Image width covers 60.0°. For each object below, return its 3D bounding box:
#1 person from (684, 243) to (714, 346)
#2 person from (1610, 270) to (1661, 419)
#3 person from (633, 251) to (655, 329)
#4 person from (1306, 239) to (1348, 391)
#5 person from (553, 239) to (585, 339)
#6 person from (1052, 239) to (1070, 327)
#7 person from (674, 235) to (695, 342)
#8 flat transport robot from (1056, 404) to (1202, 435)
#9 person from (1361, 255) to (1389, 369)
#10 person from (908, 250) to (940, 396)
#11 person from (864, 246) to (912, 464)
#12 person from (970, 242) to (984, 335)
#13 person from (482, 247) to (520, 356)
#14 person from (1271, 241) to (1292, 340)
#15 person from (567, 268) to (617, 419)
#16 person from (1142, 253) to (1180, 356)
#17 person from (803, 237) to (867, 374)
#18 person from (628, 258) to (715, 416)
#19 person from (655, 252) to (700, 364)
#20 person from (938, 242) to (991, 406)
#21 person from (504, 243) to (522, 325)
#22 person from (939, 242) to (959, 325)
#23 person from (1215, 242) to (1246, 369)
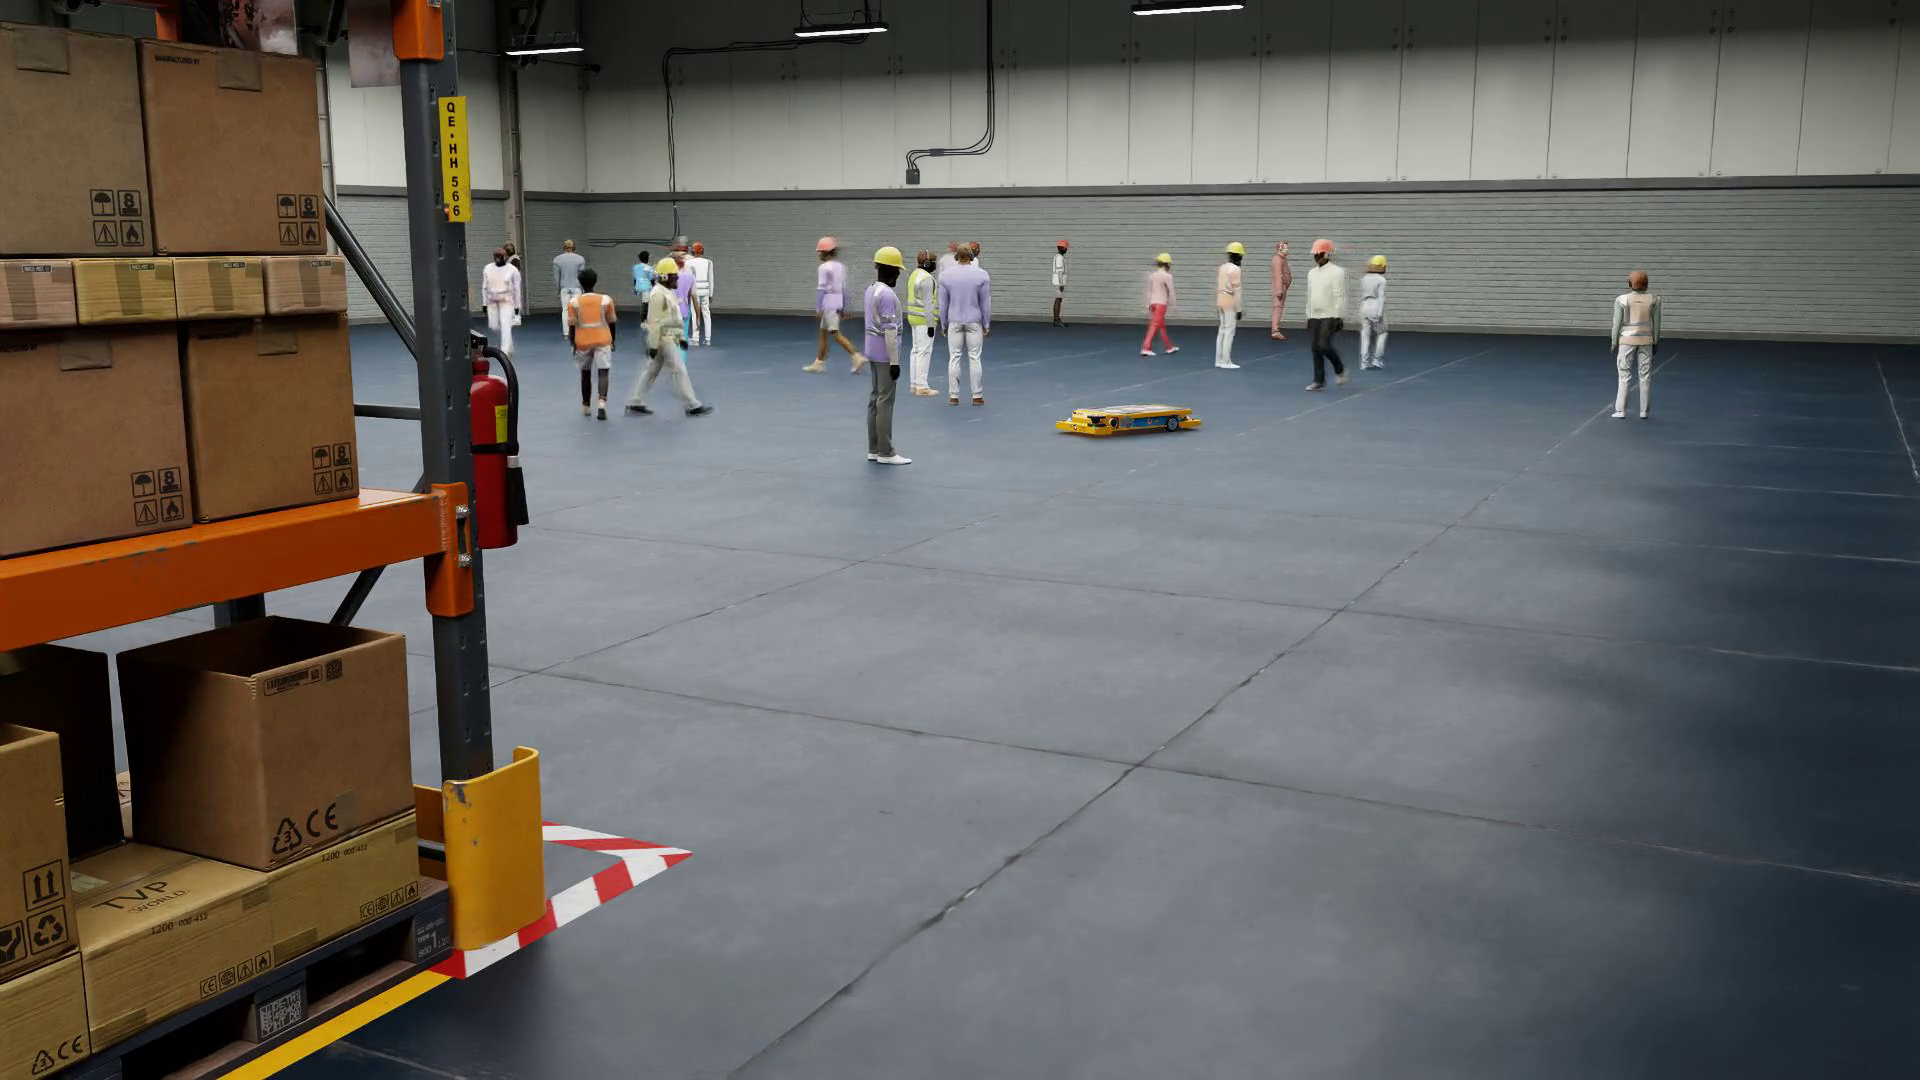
[{"bbox_3d":[-4.808,-4.521,30.631,0.577,1.883,0.353,-7,13,-35],"label":"person"},{"bbox_3d":[7.444,-2.146,18.338,0.514,1.642,0.309,1,10,7],"label":"person"},{"bbox_3d":[-6.818,-5.454,36.276,0.547,1.673,0.633,7,13,35],"label":"person"},{"bbox_3d":[4.741,-2.917,21.612,0.513,1.976,0.635,-6,12,-31],"label":"person"},{"bbox_3d":[-7.588,-4.880,32.433,0.627,1.940,0.373,-1,10,-4],"label":"person"},{"bbox_3d":[2.240,-5.697,36.910,0.375,1.931,0.542,0,10,-1],"label":"person"},{"bbox_3d":[-5.218,-4.765,31.526,0.686,2.000,0.543,8,13,37],"label":"person"},{"bbox_3d":[1.755,-1.259,17.237,1.431,0.197,0.652,-7,13,-34],"label":"flat transport robot"},{"bbox_3d":[6.290,-3.441,25.192,0.540,1.720,0.486,-8,13,-36],"label":"person"},{"bbox_3d":[-0.437,-2.745,21.079,0.430,1.837,0.626,-3,11,-17],"label":"person"},{"bbox_3d":[-0.656,-1.633,14.769,0.370,1.924,0.586,-4,11,-20],"label":"person"},{"bbox_3d":[0.259,-5.108,33.817,0.354,1.886,0.572,-5,11,-24],"label":"person"},{"bbox_3d":[-7.489,-3.872,27.242,0.639,1.829,0.629,2,11,11],"label":"person"},{"bbox_3d":[6.259,-4.863,32.428,0.409,1.906,0.652,2,11,10],"label":"person"},{"bbox_3d":[-4.072,-2.178,18.442,0.534,1.664,0.786,-2,11,-10],"label":"person"},{"bbox_3d":[3.406,-3.957,28.016,0.922,1.713,0.543,-6,12,-30],"label":"person"},{"bbox_3d":[-1.826,-3.416,24.316,1.029,2.003,0.617,4,11,22],"label":"person"},{"bbox_3d":[-3.295,-2.257,18.600,0.979,1.780,0.585,-1,10,-4],"label":"person"},{"bbox_3d":[-3.885,-3.054,22.858,0.583,1.805,0.957,-1,10,-4],"label":"person"},{"bbox_3d":[0.058,-2.561,19.785,0.632,1.940,0.372,1,10,6],"label":"person"},{"bbox_3d":[-10.104,-5.758,37.507,0.429,1.838,0.622,-6,12,-29],"label":"person"},{"bbox_3d":[-0.150,-5.673,36.962,0.643,1.869,0.937,1,10,5],"label":"person"},{"bbox_3d":[4.132,-3.556,25.303,0.430,1.913,0.587,-3,11,-16],"label":"person"}]
